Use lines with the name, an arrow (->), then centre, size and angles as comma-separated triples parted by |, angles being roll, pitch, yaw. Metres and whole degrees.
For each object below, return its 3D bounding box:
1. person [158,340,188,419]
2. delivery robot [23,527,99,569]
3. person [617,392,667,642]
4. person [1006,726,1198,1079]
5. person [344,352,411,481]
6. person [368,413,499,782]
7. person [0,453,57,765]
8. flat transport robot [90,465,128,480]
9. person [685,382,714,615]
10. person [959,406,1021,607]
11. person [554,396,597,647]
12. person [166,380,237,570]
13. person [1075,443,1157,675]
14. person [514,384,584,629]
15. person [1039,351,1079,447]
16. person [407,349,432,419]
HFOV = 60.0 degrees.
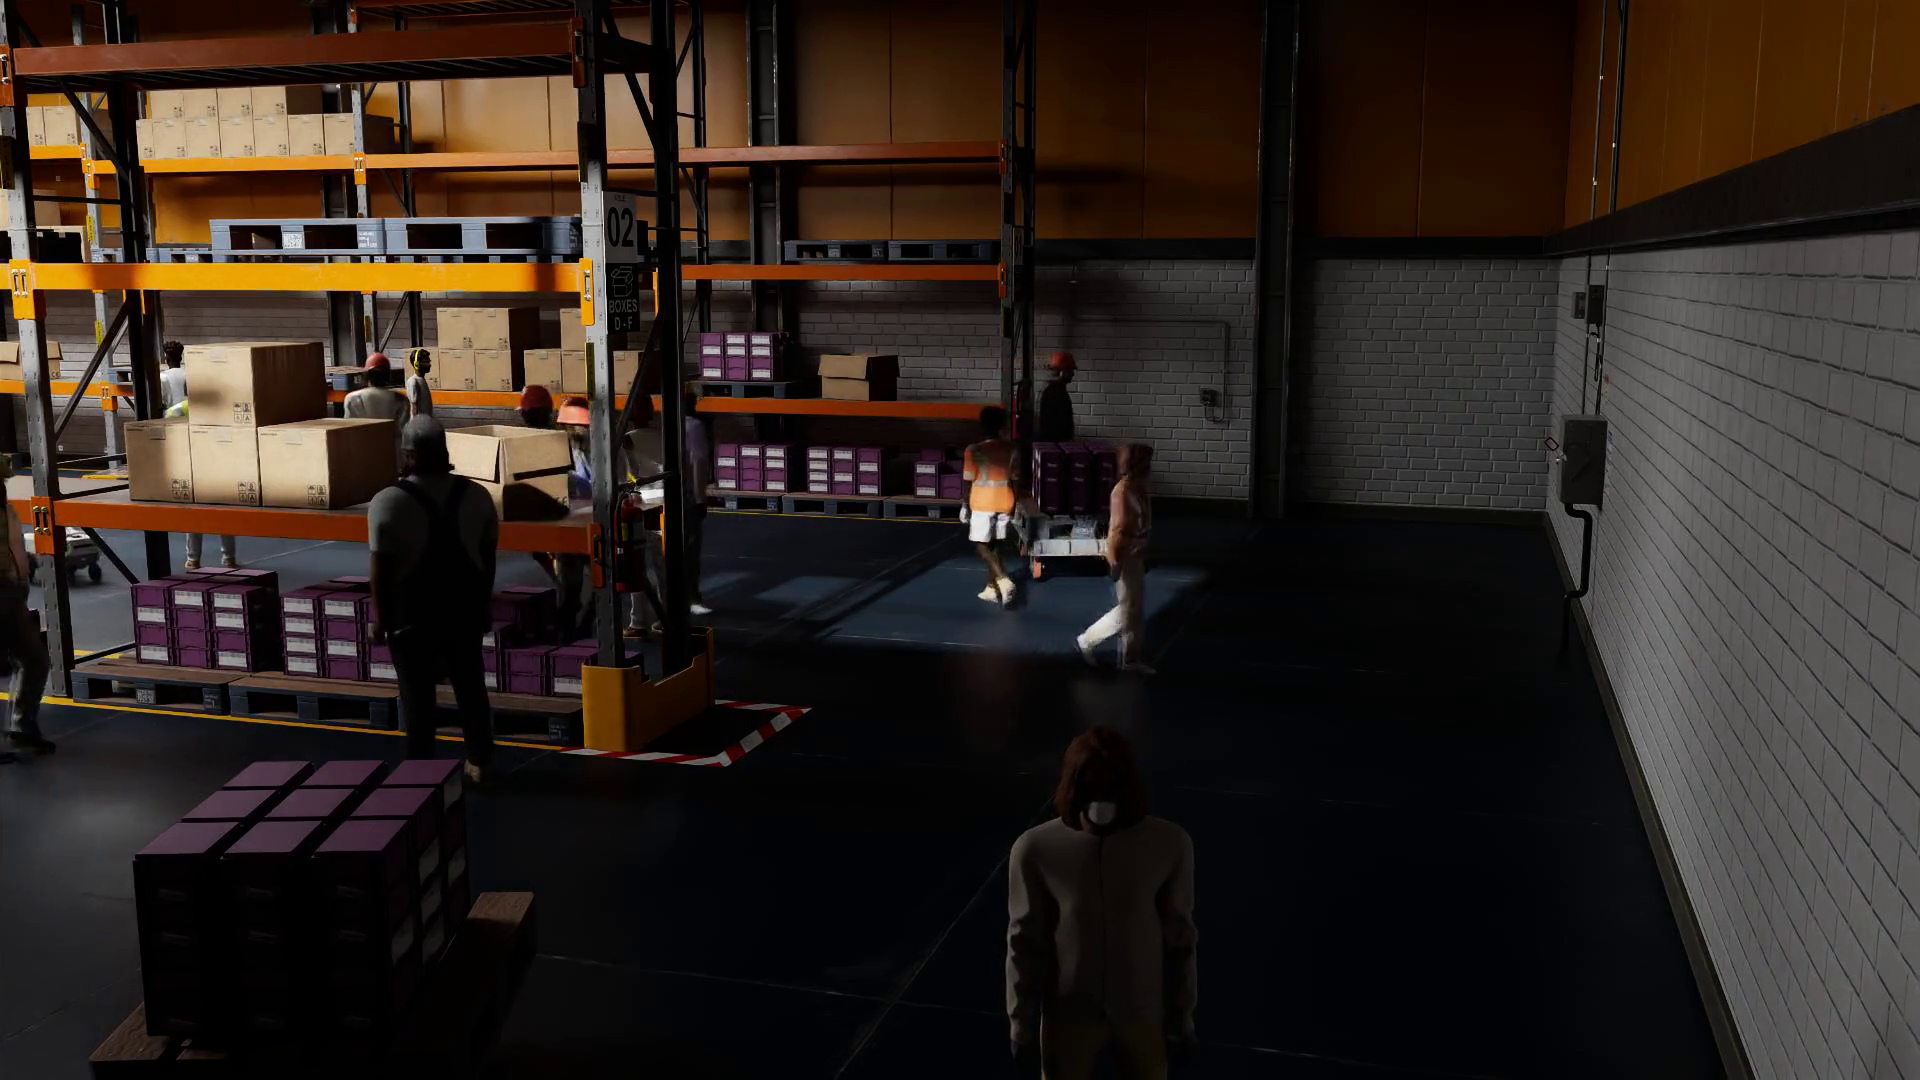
person -> -9.066, -1.333, 19.325 | 0.367, 1.964, 0.609 | 8, 12, 40
delivery robot -> -8.055, 0.054, 14.878 | 0.707, 0.478, 0.477 | 5, 11, 29
person -> -2.381, -0.177, 12.530 | 0.583, 1.882, 0.337 | -9, 13, -44
person -> 0.376, 1.282, 4.432 | 0.508, 1.623, 0.294 | 0, 9, -2
person -> -5.552, -0.788, 15.911 | 0.626, 2.012, 0.960 | -5, 11, -28
person -> -2.849, 0.333, 8.948 | 0.688, 2.000, 0.535 | -7, 12, -38
person -> -5.410, 0.380, 9.347 | 0.545, 1.814, 0.591 | 2, 10, 12
flat transport robot -> -10.583, -0.798, 21.224 | 0.652, 0.197, 1.431 | 0, 9, -2
person -> -2.203, -0.343, 13.587 | 0.380, 1.878, 0.711 | -7, 11, -35
person -> 0.305, -0.265, 13.733 | 0.537, 1.679, 0.703 | -6, 11, -32
person -> -2.639, -0.034, 11.552 | 0.432, 1.920, 0.553 | 3, 10, 18
person -> -7.049, -0.637, 15.510 | 0.626, 1.834, 0.430 | -6, 11, -34
person -> 1.103, 0.138, 11.410 | 0.459, 1.627, 0.526 | 4, 10, 22
person -> -3.181, -0.242, 12.830 | 0.458, 1.914, 0.541 | -1, 9, -4
person -> 1.014, -0.896, 16.622 | 0.613, 1.972, 0.641 | -2, 10, -14
person -> -6.209, -1.273, 19.258 | 0.324, 1.871, 0.526 | -1, 9, -7
